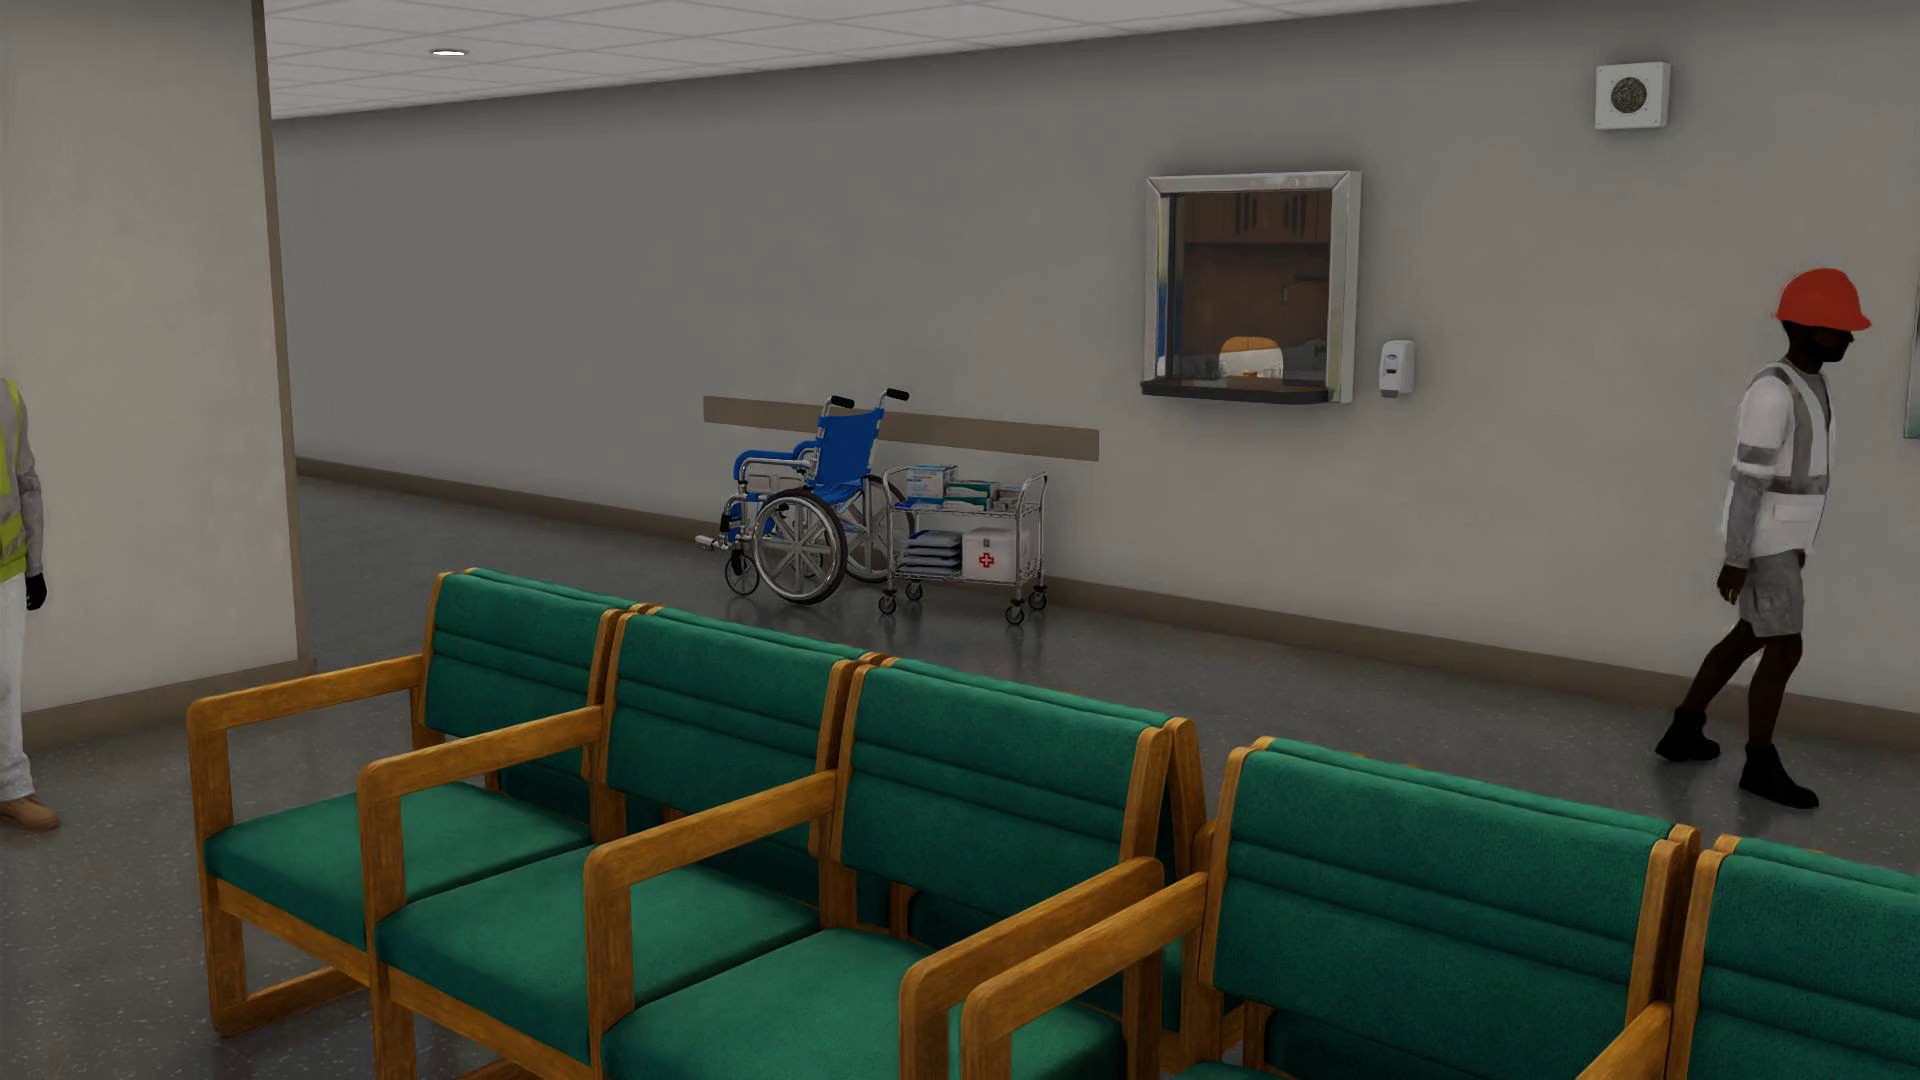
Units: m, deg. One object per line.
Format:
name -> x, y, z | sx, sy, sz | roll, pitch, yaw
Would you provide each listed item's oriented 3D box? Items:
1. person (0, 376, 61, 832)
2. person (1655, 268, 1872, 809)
person -> -3.278, 0.109, 5.401 | 0.430, 1.836, 0.629 | 6, 12, 32
person -> 2.858, -0.020, 5.986 | 0.673, 1.899, 0.608 | 8, 13, 40
